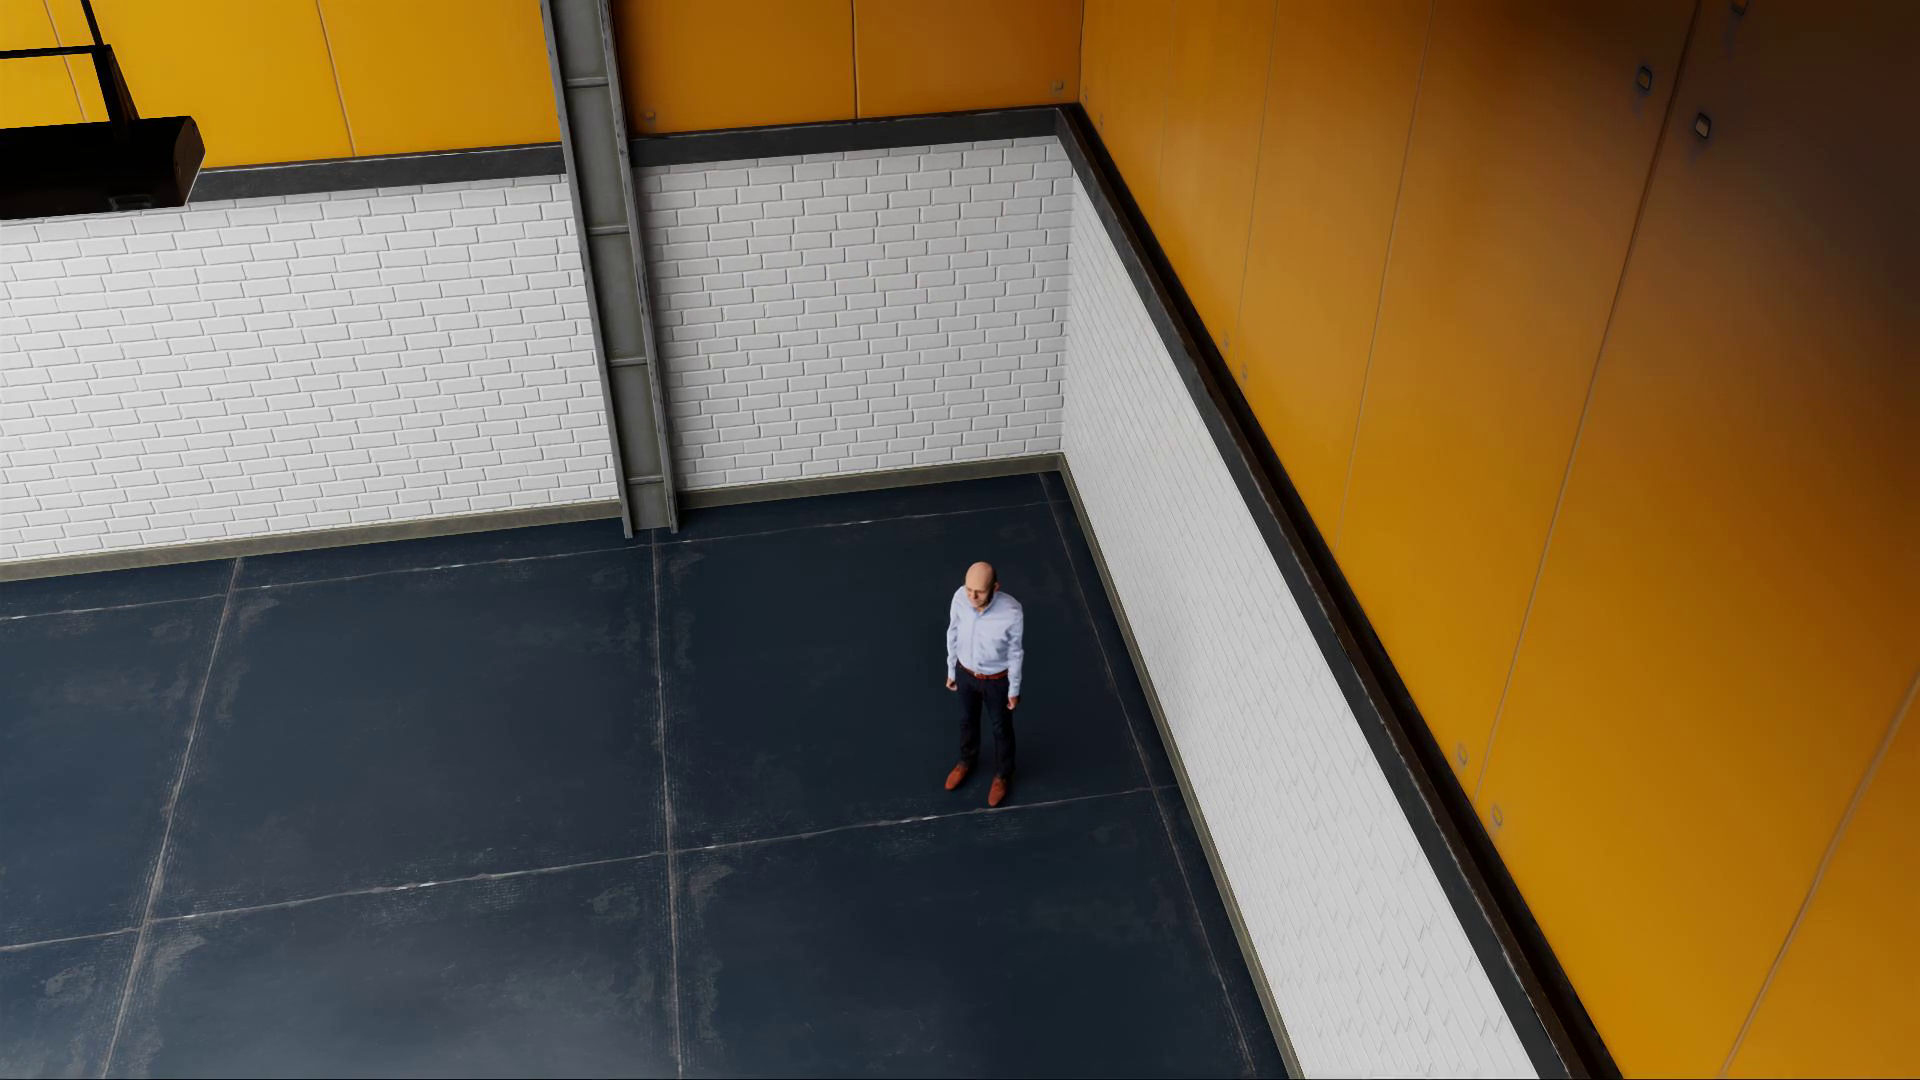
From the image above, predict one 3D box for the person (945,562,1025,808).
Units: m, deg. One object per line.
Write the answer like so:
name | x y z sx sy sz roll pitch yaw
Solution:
person | 0.147 0.816 9.887 0.696 1.789 0.790 17 42 20
